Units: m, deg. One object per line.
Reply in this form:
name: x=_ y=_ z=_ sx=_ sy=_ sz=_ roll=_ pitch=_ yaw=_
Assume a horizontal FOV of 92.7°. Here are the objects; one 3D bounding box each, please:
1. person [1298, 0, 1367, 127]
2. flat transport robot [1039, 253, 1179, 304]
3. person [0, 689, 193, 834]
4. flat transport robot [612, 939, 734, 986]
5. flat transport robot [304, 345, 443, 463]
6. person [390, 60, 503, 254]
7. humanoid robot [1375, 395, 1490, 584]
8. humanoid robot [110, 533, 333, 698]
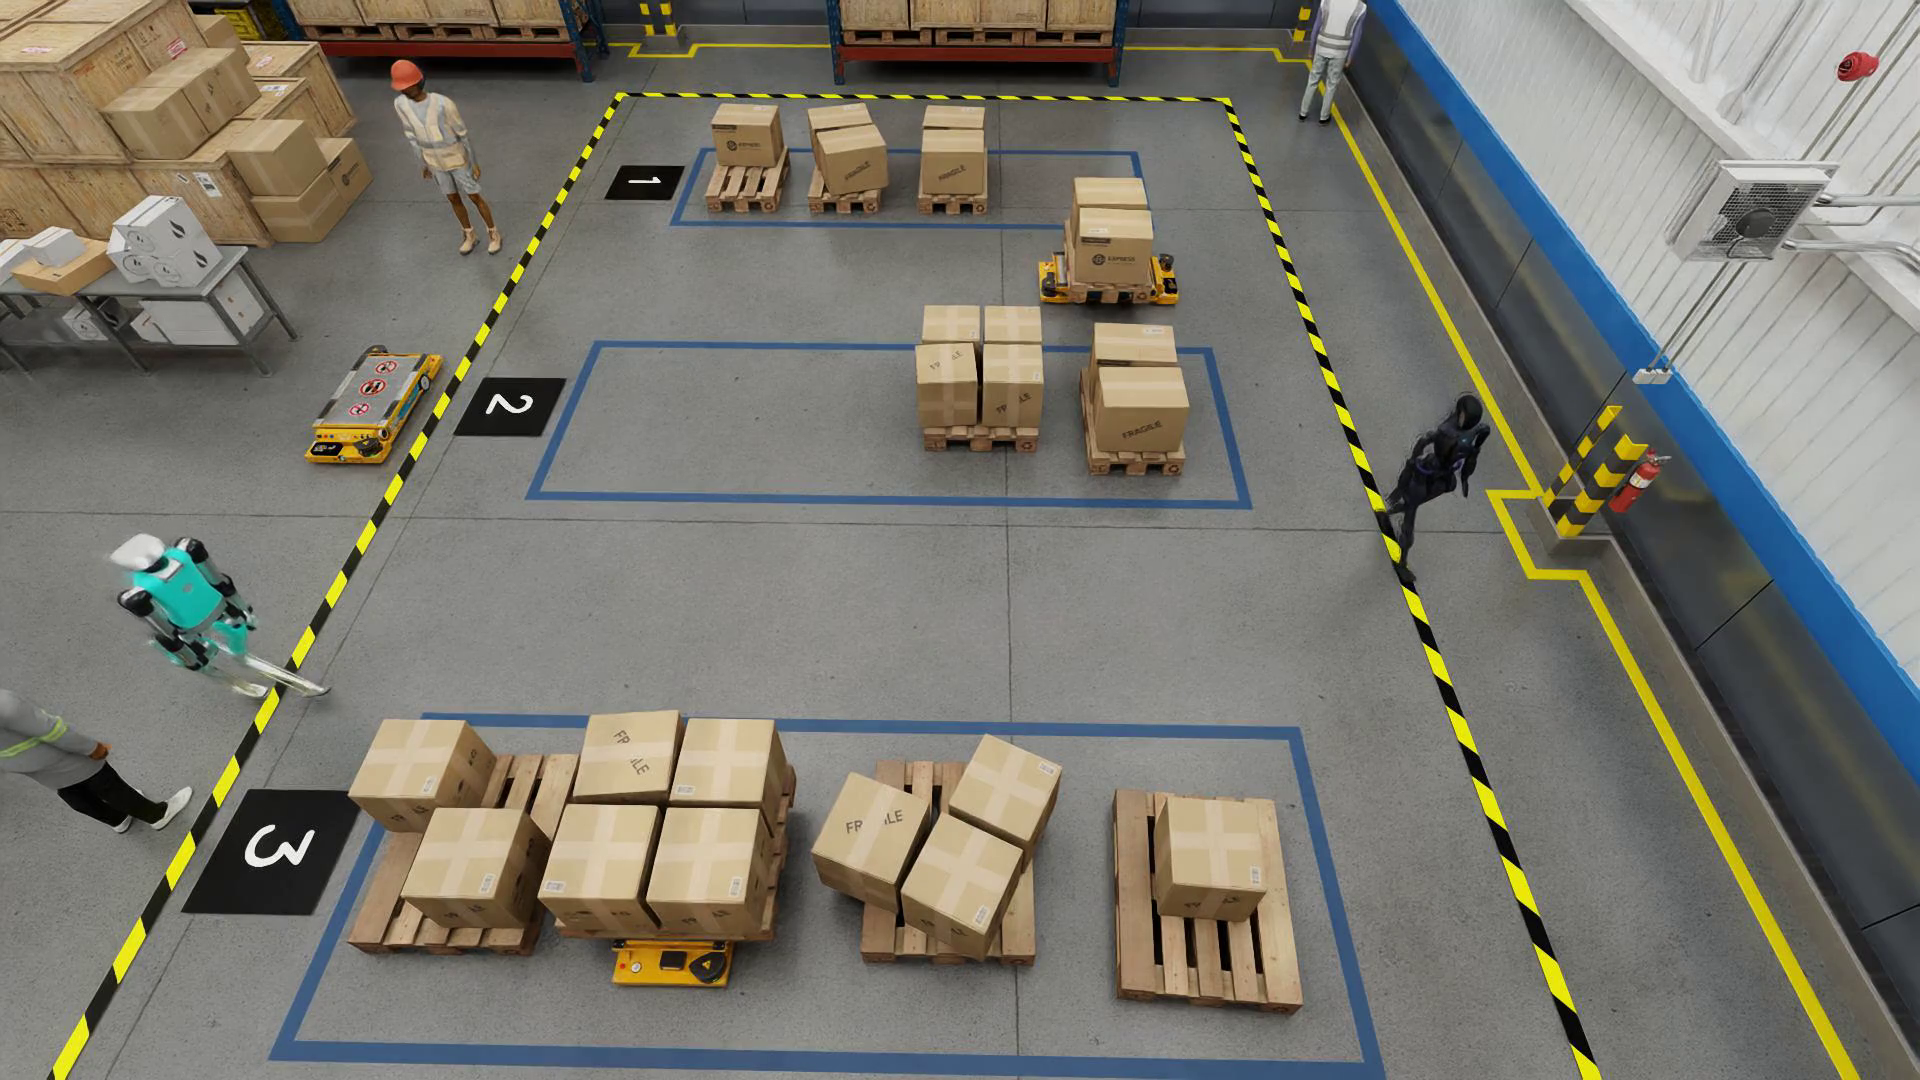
person: x=4.708 y=-6.203 z=11.597 sx=0.590 sy=1.823 sz=0.404 roll=24 pitch=54 yaw=19
flat transport robot: x=1.566 y=-2.781 z=9.702 sx=1.431 sy=0.197 sz=0.652 roll=1 pitch=50 yaw=1
person: x=-5.317 y=1.187 z=5.327 sx=0.587 sy=1.848 sz=0.396 roll=-1 pitch=50 yaw=-1
flat transport robot: x=-1.659 y=1.971 z=5.681 sx=0.652 sy=0.197 sz=1.431 roll=1 pitch=50 yaw=1
flat transport robot: x=-5.383 y=-1.269 z=8.441 sx=0.659 sy=0.231 sz=1.431 roll=1 pitch=50 yaw=1
person: x=-5.341 y=-3.929 z=9.531 sx=0.614 sy=2.039 sz=0.380 roll=0 pitch=50 yaw=0
humanoid robot: x=3.556 y=-0.445 z=6.858 sx=0.613 sy=1.622 sz=0.810 roll=-7 pitch=50 yaw=-6
humanoid robot: x=-4.899 y=0.576 z=5.909 sx=0.962 sy=1.735 sz=0.545 roll=10 pitch=50 yaw=8
